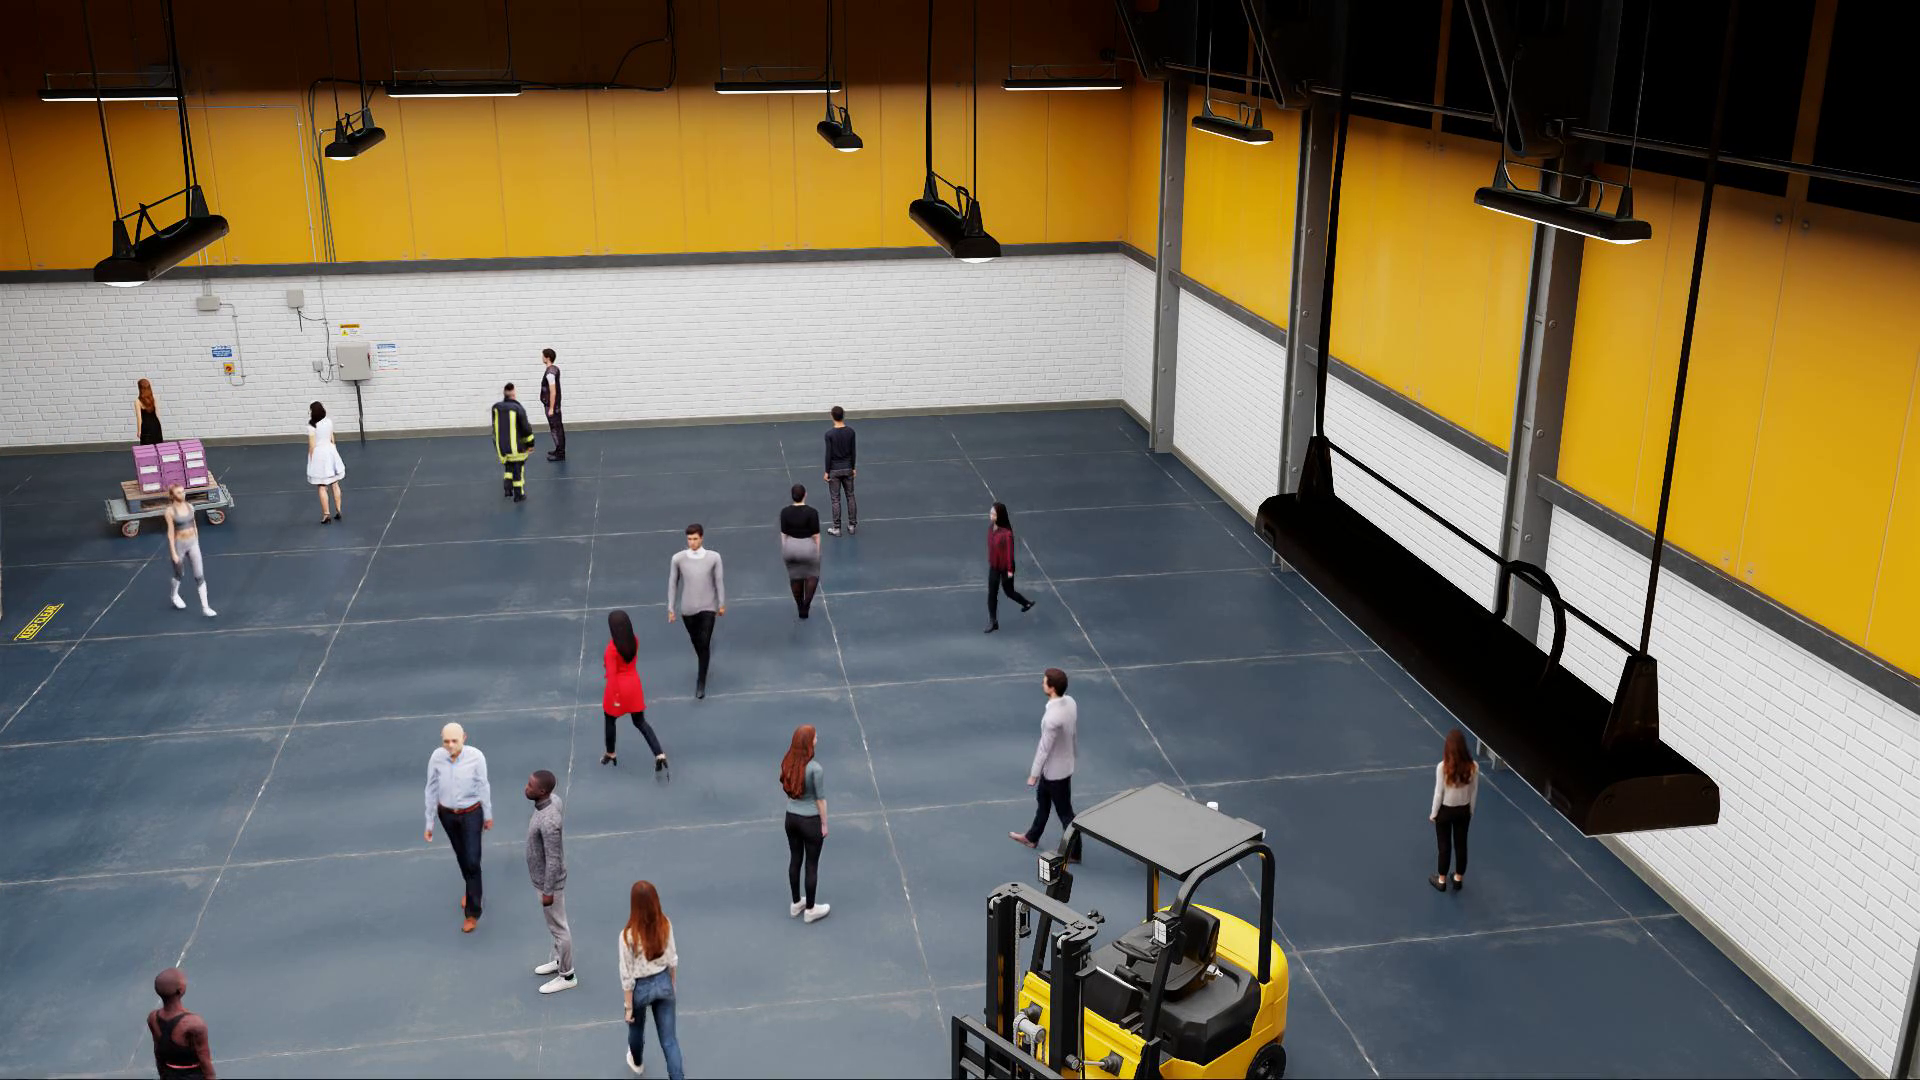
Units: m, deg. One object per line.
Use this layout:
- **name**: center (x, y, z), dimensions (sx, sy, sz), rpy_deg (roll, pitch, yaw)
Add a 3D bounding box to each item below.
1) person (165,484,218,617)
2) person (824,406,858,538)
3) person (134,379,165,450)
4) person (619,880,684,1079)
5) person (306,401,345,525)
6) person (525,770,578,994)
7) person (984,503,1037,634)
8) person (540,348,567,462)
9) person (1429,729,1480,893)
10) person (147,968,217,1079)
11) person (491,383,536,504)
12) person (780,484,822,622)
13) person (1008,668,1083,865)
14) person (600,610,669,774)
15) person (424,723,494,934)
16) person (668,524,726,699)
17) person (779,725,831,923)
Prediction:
- **person**: center (-9.665, 0.119, 20.613), dimensions (1.151, 1.665, 1.087), rpy_deg (13, 22, 33)
- **person**: center (-1.683, -0.978, 23.554), dimensions (0.696, 1.868, 0.653), rpy_deg (-9, 21, -25)
- **person**: center (-12.772, -1.753, 26.238), dimensions (0.735, 1.624, 0.658), rpy_deg (9, 21, 24)
- **person**: center (-2.101, 3.179, 11.495), dimensions (0.871, 1.685, 1.220), rpy_deg (-11, 21, -29)
- **person**: center (-9.210, -1.130, 24.092), dimensions (0.925, 1.813, 0.866), rpy_deg (15, 24, 38)
- **person**: center (-3.172, 2.620, 12.915), dimensions (0.769, 1.839, 0.523), rpy_deg (-6, 19, -16)
- **person**: center (0.573, 0.315, 20.107), dimensions (0.967, 1.617, 1.020), rpy_deg (-13, 23, -34)
- **person**: center (-6.670, -2.237, 27.322), dimensions (0.711, 1.848, 0.514), rpy_deg (-2, 19, -6)
- **person**: center (4.258, 2.333, 14.324), dimensions (0.555, 1.483, 0.508), rpy_deg (-2, 19, -5)
- **person**: center (-4.894, 3.511, 10.419), dimensions (0.818, 1.743, 0.986), rpy_deg (5, 19, 16)
- **person**: center (-6.775, -1.452, 24.978), dimensions (0.906, 1.858, 0.898), rpy_deg (5, 19, 14)
- **person**: center (-1.960, 0.196, 20.262), dimensions (0.787, 1.743, 0.914), rpy_deg (3, 19, 8)
- **person**: center (0.949, 2.029, 14.694), dimensions (1.053, 1.824, 1.061), rpy_deg (7, 20, 19)
- **person**: center (-3.221, 1.530, 16.356), dimensions (1.122, 1.709, 1.067), rpy_deg (13, 22, 33)
- **person**: center (-4.172, 2.314, 13.965), dimensions (0.790, 1.749, 1.168), rpy_deg (0, 19, 1)
- **person**: center (-2.890, 0.723, 18.476), dimensions (0.949, 1.884, 1.309), rpy_deg (1, 19, 2)
- **person**: center (-1.300, 2.351, 13.865), dimensions (0.648, 1.741, 0.706), rpy_deg (12, 22, 32)
